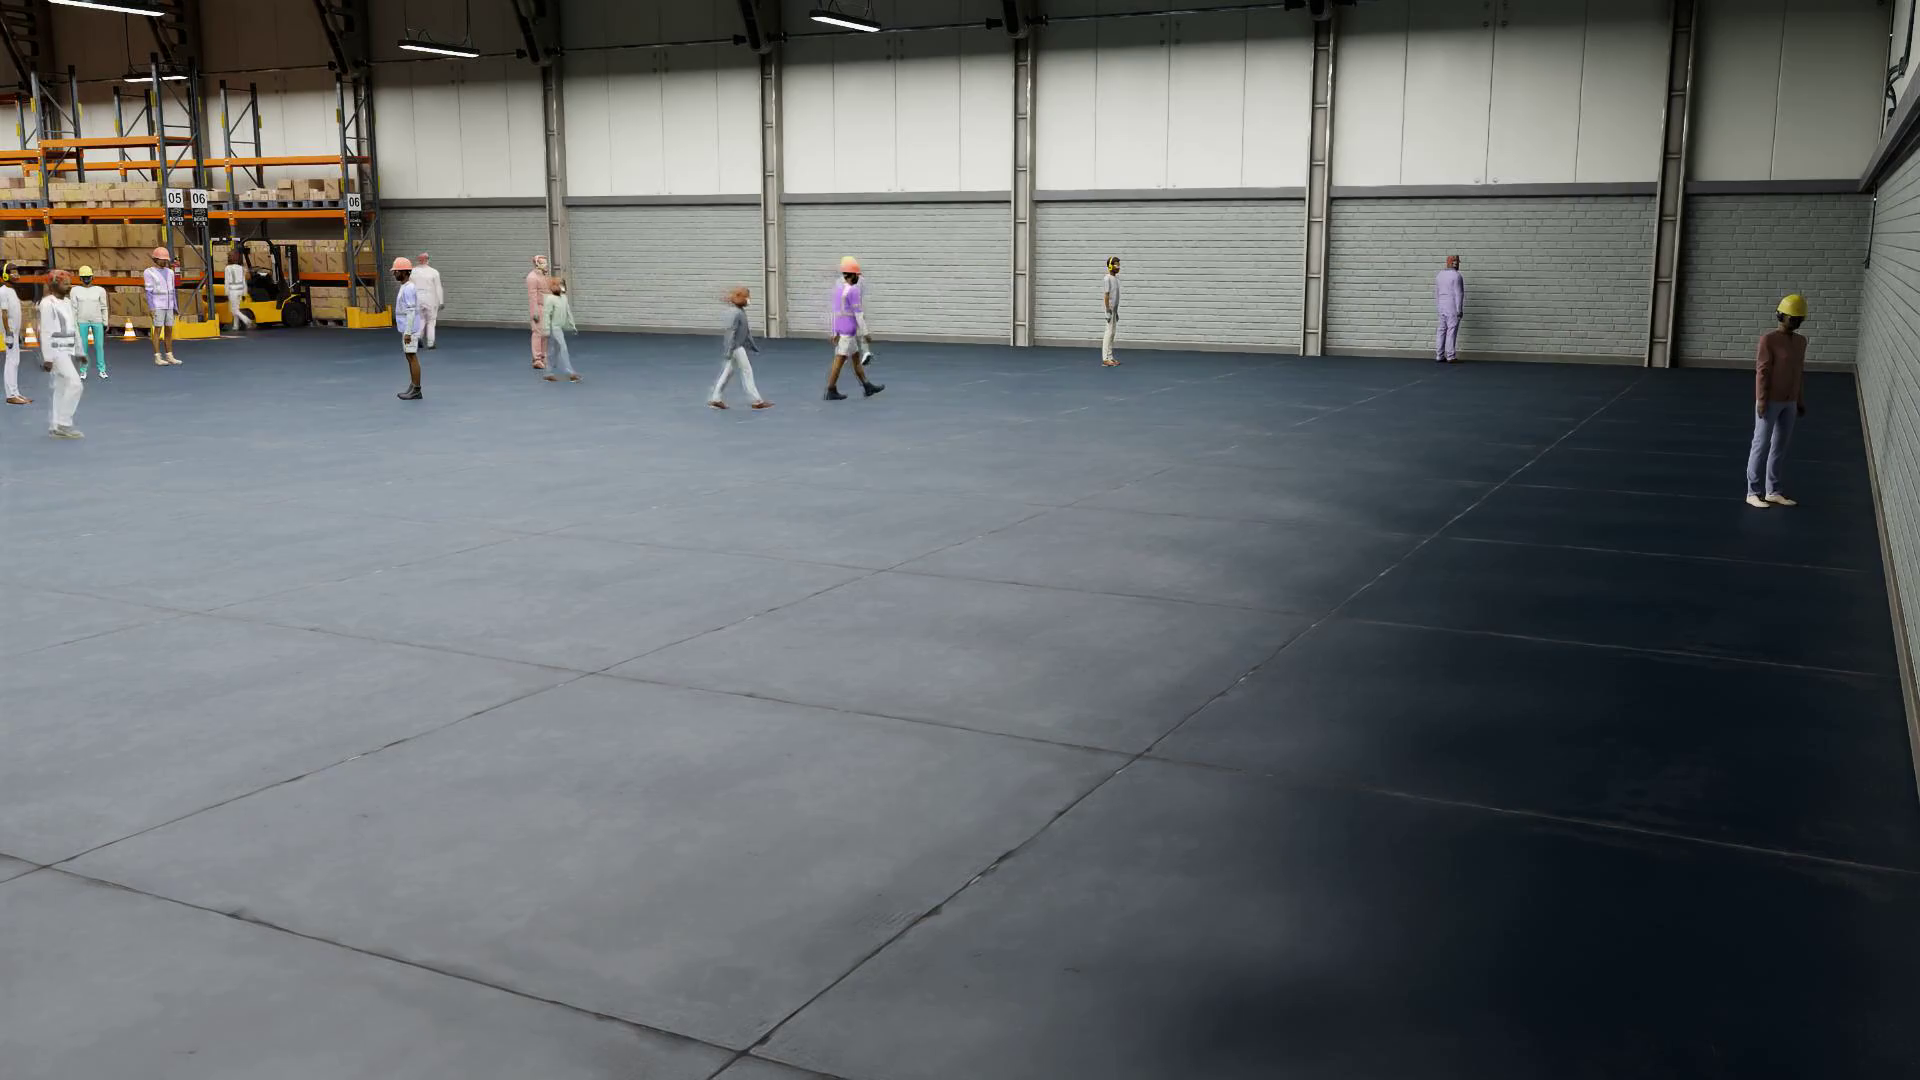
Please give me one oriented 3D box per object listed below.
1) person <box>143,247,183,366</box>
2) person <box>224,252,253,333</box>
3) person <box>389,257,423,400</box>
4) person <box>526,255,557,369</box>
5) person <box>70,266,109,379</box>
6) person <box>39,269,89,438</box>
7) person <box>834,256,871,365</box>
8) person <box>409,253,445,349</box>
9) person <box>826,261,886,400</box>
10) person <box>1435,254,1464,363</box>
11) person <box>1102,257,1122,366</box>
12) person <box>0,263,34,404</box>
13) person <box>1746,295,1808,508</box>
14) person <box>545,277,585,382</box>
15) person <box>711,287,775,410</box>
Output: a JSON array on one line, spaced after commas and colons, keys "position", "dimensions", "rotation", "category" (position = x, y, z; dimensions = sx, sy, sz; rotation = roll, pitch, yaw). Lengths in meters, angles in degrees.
[{"position": [-13.760, -4.031, 28.745], "dimensions": [0.387, 2.034, 0.605], "rotation": [4, 11, 21], "category": "person"}, {"position": [-16.491, -5.635, 37.954], "dimensions": [0.691, 1.863, 0.587], "rotation": [3, 11, 17], "category": "person"}, {"position": [-7.590, -2.894, 22.808], "dimensions": [0.362, 1.938, 0.545], "rotation": [-4, 11, -22], "category": "person"}, {"position": [-7.045, -3.840, 28.048], "dimensions": [0.405, 1.911, 0.636], "rotation": [1, 10, 7], "category": "person"}, {"position": [-13.644, -3.411, 26.091], "dimensions": [0.524, 1.769, 0.326], "rotation": [-6, 12, -30], "category": "person"}, {"position": [-9.872, -2.042, 18.365], "dimensions": [0.540, 1.868, 0.597], "rotation": [-2, 11, -11], "category": "person"}, {"position": [-1.881, -3.997, 28.964], "dimensions": [0.594, 1.897, 0.934], "rotation": [-8, 13, -36], "category": "person"}, {"position": [-10.482, -4.692, 32.736], "dimensions": [0.651, 1.892, 0.432], "rotation": [2, 11, 11], "category": "person"}, {"position": [-1.434, -2.867, 22.801], "dimensions": [0.978, 1.884, 0.554], "rotation": [-4, 11, -22], "category": "person"}, {"position": [8.639, -4.061, 29.249], "dimensions": [0.406, 1.910, 0.639], "rotation": [-4, 11, -21], "category": "person"}, {"position": [2.633, -3.942, 28.705], "dimensions": [0.315, 1.869, 0.534], "rotation": [4, 11, 21], "category": "person"}, {"position": [-12.622, -2.743, 22.172], "dimensions": [0.329, 1.871, 0.513], "rotation": [-3, 11, -17], "category": "person"}, {"position": [6.787, -1.142, 13.745], "dimensions": [0.523, 1.760, 0.327], "rotation": [-5, 11, -24], "category": "person"}, {"position": [-6.054, -3.206, 25.456], "dimensions": [0.821, 1.593, 0.506], "rotation": [3, 11, 14], "category": "person"}, {"position": [-2.845, -2.458, 21.391], "dimensions": [0.852, 1.584, 0.506], "rotation": [0, 10, -2], "category": "person"}]
